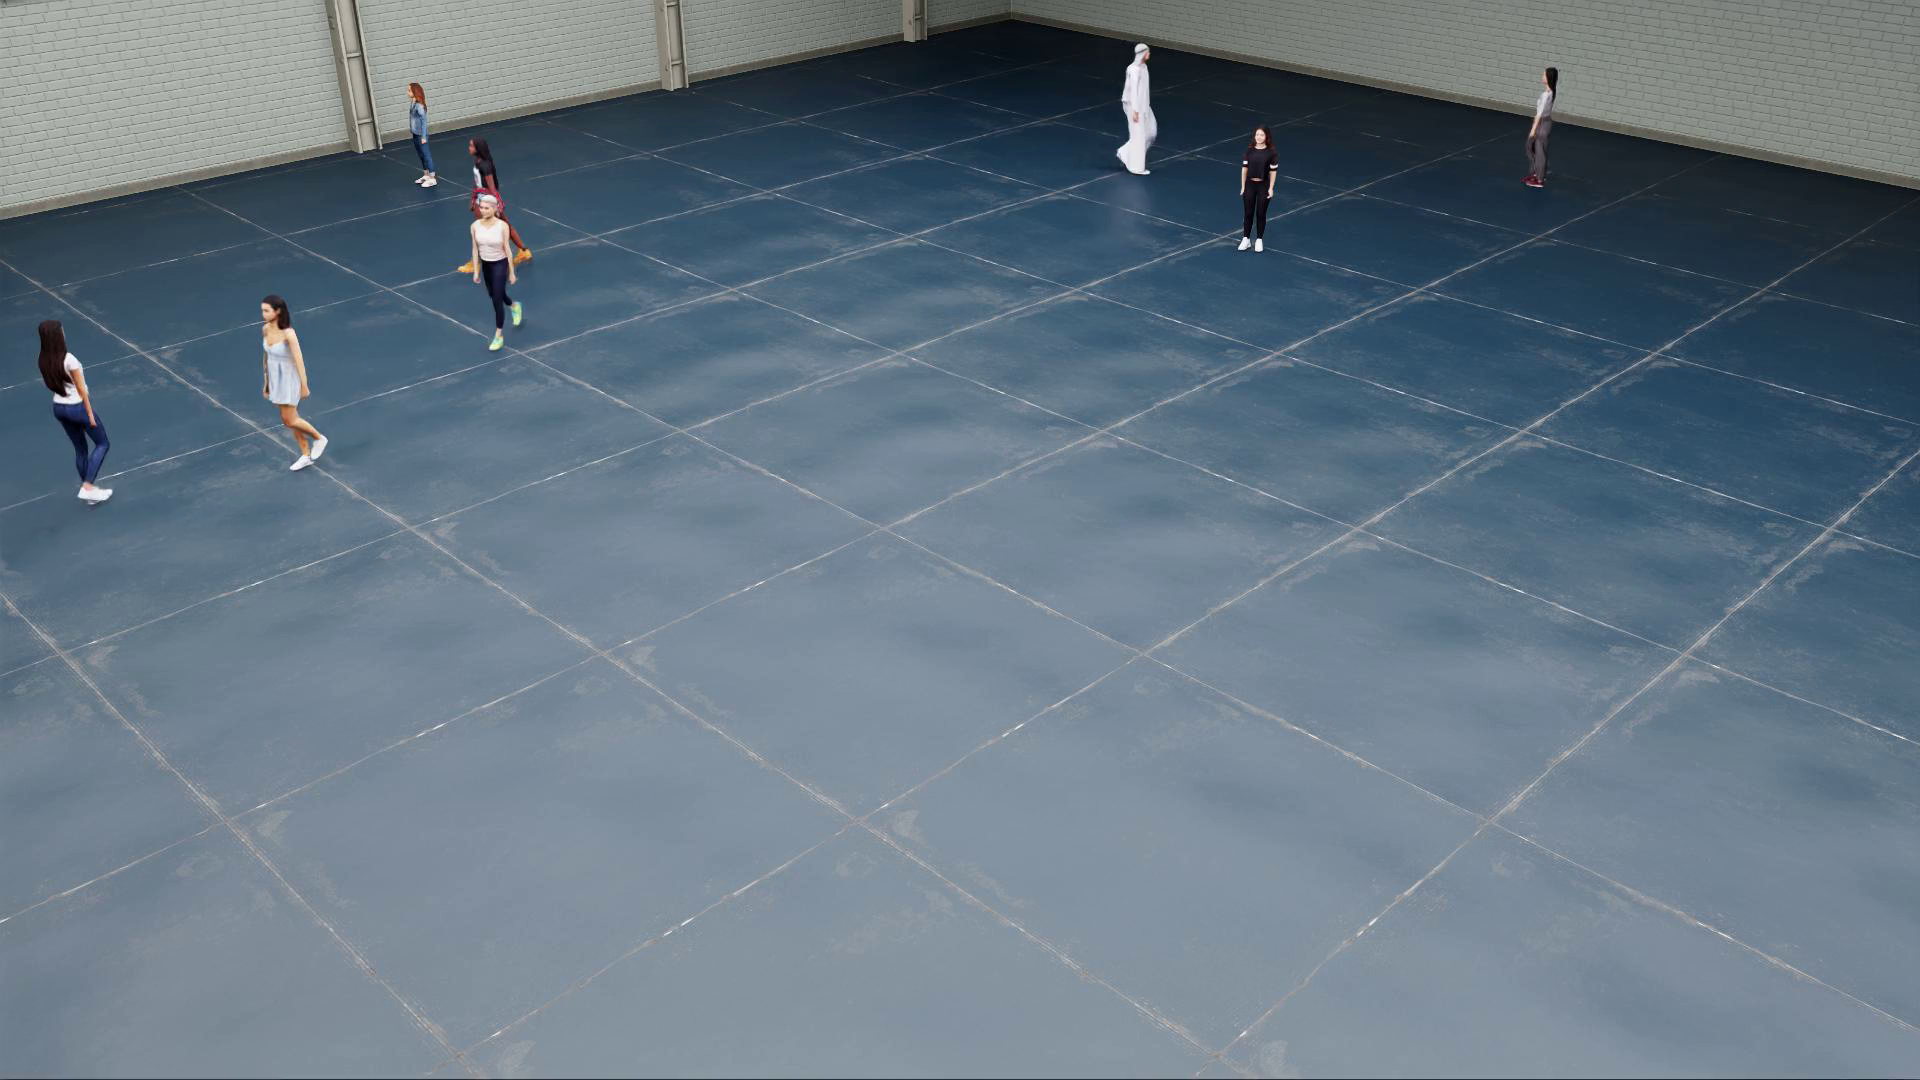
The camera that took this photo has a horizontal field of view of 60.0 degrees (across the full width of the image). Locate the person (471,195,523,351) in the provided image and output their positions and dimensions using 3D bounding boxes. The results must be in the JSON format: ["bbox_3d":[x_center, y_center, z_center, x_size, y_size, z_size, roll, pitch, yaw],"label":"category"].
[{"bbox_3d":[-5.174,-3.048,18.641,0.992,1.677,1.207,6,29,12],"label":"person"}]

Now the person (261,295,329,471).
[{"bbox_3d":[-6.282,-1.504,15.697,0.649,1.720,0.743,17,32,29],"label":"person"}]

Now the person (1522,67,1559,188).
[{"bbox_3d":[8.515,-5.944,24.028,0.770,1.725,0.643,14,31,24],"label":"person"}]

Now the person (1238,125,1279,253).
[{"bbox_3d":[3.854,-4.563,21.526,0.698,1.639,0.715,10,30,17],"label":"person"}]

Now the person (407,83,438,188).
[{"bbox_3d":[-7.858,-5.915,24.238,0.537,1.476,0.597,-20,34,-32],"label":"person"}]

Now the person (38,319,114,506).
[{"bbox_3d":[-7.994,-1.094,14.879,0.708,1.764,0.758,10,30,18],"label":"person"}]

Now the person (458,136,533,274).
[{"bbox_3d":[-5.790,-4.190,20.778,1.251,1.683,0.932,-11,30,-20],"label":"person"}]

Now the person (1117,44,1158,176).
[{"bbox_3d":[2.562,-6.394,24.669,0.923,1.917,0.887,11,30,19],"label":"person"}]
